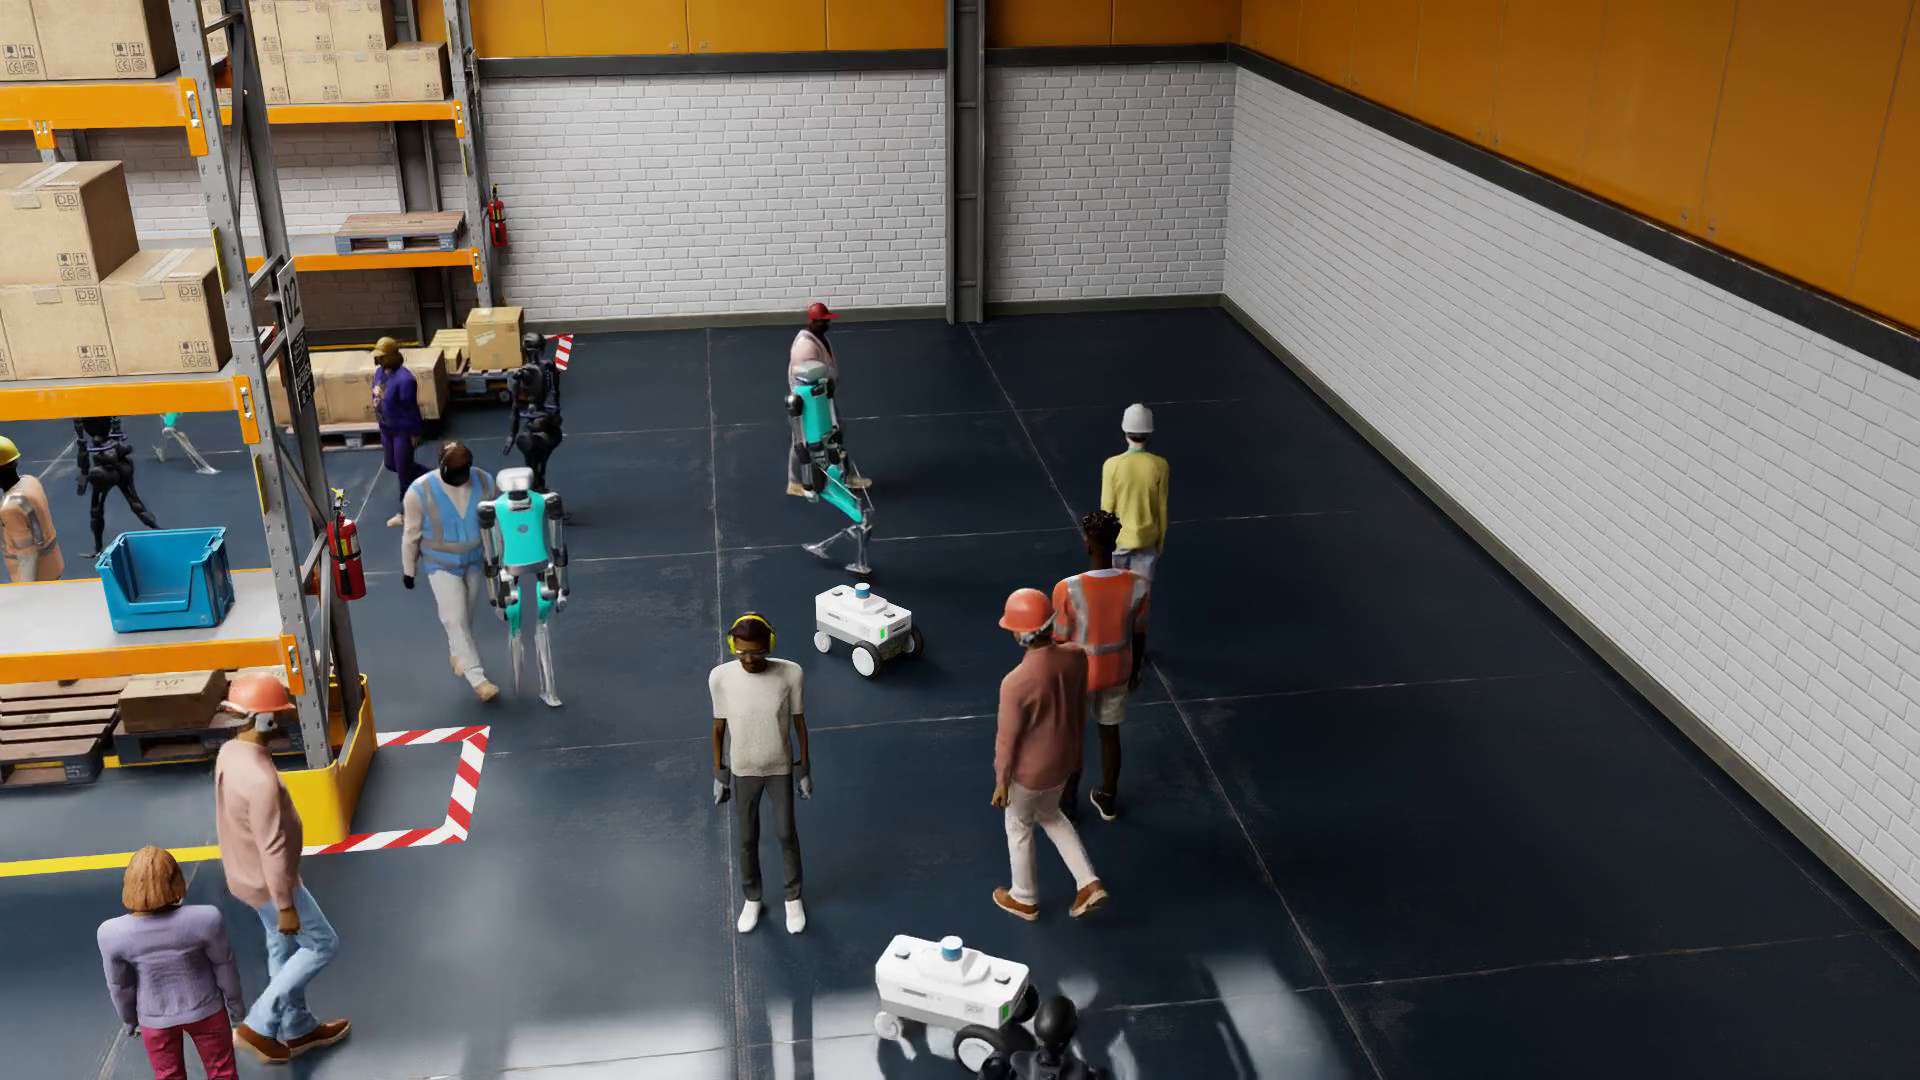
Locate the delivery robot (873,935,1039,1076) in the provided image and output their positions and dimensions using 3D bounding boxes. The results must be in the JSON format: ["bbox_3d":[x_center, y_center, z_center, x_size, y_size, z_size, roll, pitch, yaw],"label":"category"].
[{"bbox_3d":[-0.017,2.203,8.045,0.811,0.614,0.499,9,25,19],"label":"delivery robot"}]

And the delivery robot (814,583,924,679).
[{"bbox_3d":[-0.661,0.608,11.680,0.811,0.613,0.499,20,30,37],"label":"delivery robot"}]

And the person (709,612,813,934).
[{"bbox_3d":[-1.030,1.215,8.661,0.517,1.857,0.347,-1,24,-3],"label":"person"}]

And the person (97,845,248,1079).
[{"bbox_3d":[-3.315,2.018,7.099,0.502,1.632,0.282,-7,25,-16],"label":"person"}]

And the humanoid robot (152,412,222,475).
[{"bbox_3d":[-7.084,-1.421,14.854,0.902,1.805,0.552,6,24,14],"label":"humanoid robot"}]

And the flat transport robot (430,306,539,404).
[{"bbox_3d":[-4.964,-1.584,17.006,1.431,0.231,0.659,-3,24,-7],"label":"flat transport robot"}]

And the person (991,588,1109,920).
[{"bbox_3d":[0.460,1.168,8.642,0.631,1.963,0.601,-21,31,-40],"label":"person"}]

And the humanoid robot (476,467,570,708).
[{"bbox_3d":[-2.856,0.299,10.948,0.531,1.808,0.792,-8,25,-18],"label":"humanoid robot"}]

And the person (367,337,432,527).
[{"bbox_3d":[-4.631,-0.942,13.869,0.461,1.603,0.584,17,29,33],"label":"person"}]

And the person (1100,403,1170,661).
[{"bbox_3d":[1.190,-0.018,11.442,0.477,1.878,0.449,0,24,0],"label":"person"}]

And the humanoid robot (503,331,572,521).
[{"bbox_3d":[-3.483,-0.906,13.762,0.532,1.658,0.596,12,26,25],"label":"humanoid robot"}]

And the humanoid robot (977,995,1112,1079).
[{"bbox_3d":[0.283,2.369,6.282,0.612,1.638,0.615,4,24,10],"label":"humanoid robot"}]

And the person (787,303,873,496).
[{"bbox_3d":[-1.144,-1.175,14.272,0.820,1.722,0.632,6,24,14],"label":"person"}]

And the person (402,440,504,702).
[{"bbox_3d":[-3.313,0.190,11.086,0.676,1.780,0.949,-20,31,-38],"label":"person"}]

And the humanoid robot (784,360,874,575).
[{"bbox_3d":[-0.905,-0.485,12.656,0.949,1.720,0.549,13,27,26],"label":"humanoid robot"}]

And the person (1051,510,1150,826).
[{"bbox_3d":[0.782,0.753,9.598,0.610,1.951,0.388,-9,25,-19],"label":"person"}]

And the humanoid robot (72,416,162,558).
[{"bbox_3d":[-6.694,-0.621,13.120,0.748,1.643,0.589,2,24,4],"label":"humanoid robot"}]

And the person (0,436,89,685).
[{"bbox_3d":[-6.037,0.228,10.820,0.373,1.922,0.592,-7,25,-16],"label":"person"}]

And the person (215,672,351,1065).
[{"bbox_3d":[-3.195,1.568,7.725,0.541,1.950,0.691,-17,29,-33],"label":"person"}]
